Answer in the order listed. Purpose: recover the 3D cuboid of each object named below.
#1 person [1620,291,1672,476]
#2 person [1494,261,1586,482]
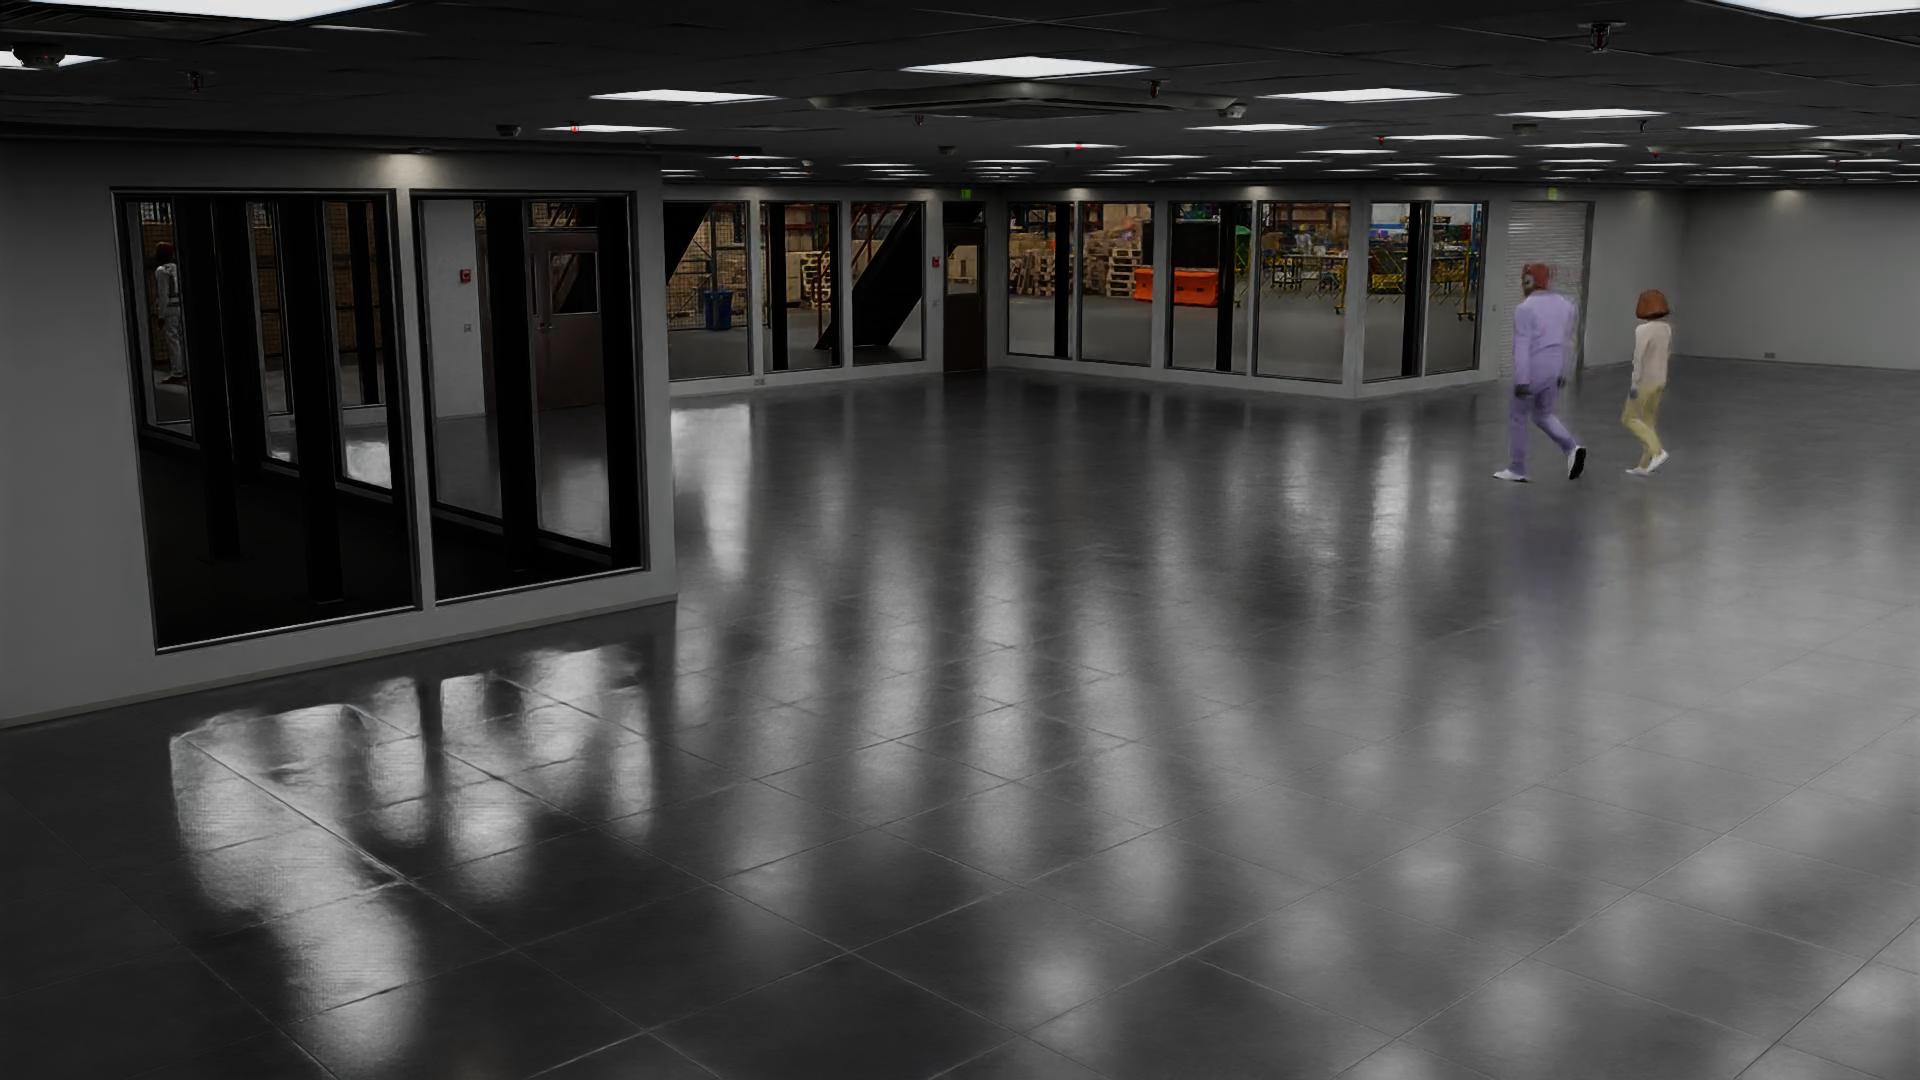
[{"bbox_3d":[5.969,-1.340,14.399,0.523,1.619,0.390,-9,14,-38],"label":"person"},{"bbox_3d":[4.910,-1.403,14.031,0.648,1.883,0.686,-7,13,-32],"label":"person"}]
